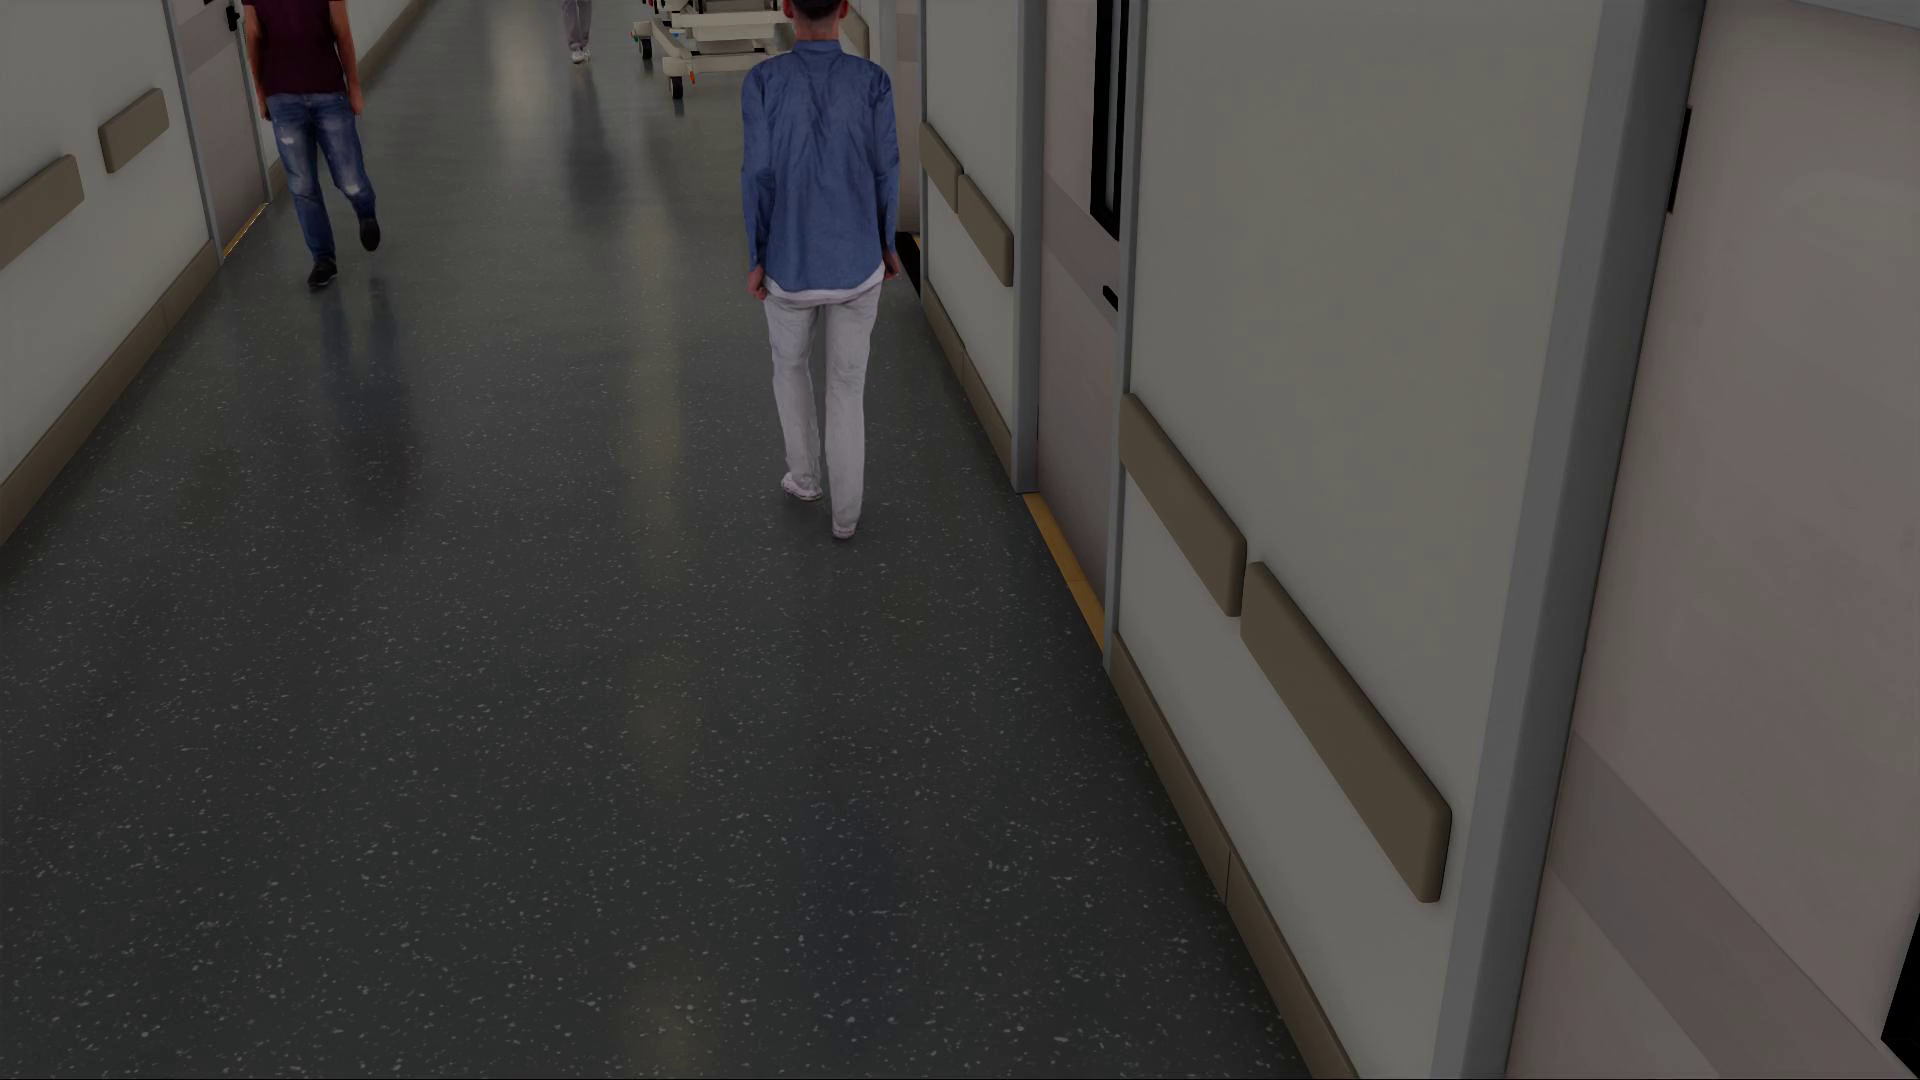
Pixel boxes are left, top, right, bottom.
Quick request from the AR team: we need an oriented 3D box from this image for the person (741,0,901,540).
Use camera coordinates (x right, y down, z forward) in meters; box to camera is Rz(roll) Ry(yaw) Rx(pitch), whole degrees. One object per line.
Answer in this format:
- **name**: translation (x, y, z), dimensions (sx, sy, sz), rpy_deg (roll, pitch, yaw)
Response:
- **person**: translation (-0.437, -0.868, 5.297), dimensions (0.648, 1.875, 0.725), rpy_deg (-4, 26, -7)

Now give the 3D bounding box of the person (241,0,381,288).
- **person**: translation (-3.153, -2.198, 8.093), dimensions (0.814, 1.842, 0.743), rpy_deg (-2, 26, -5)
